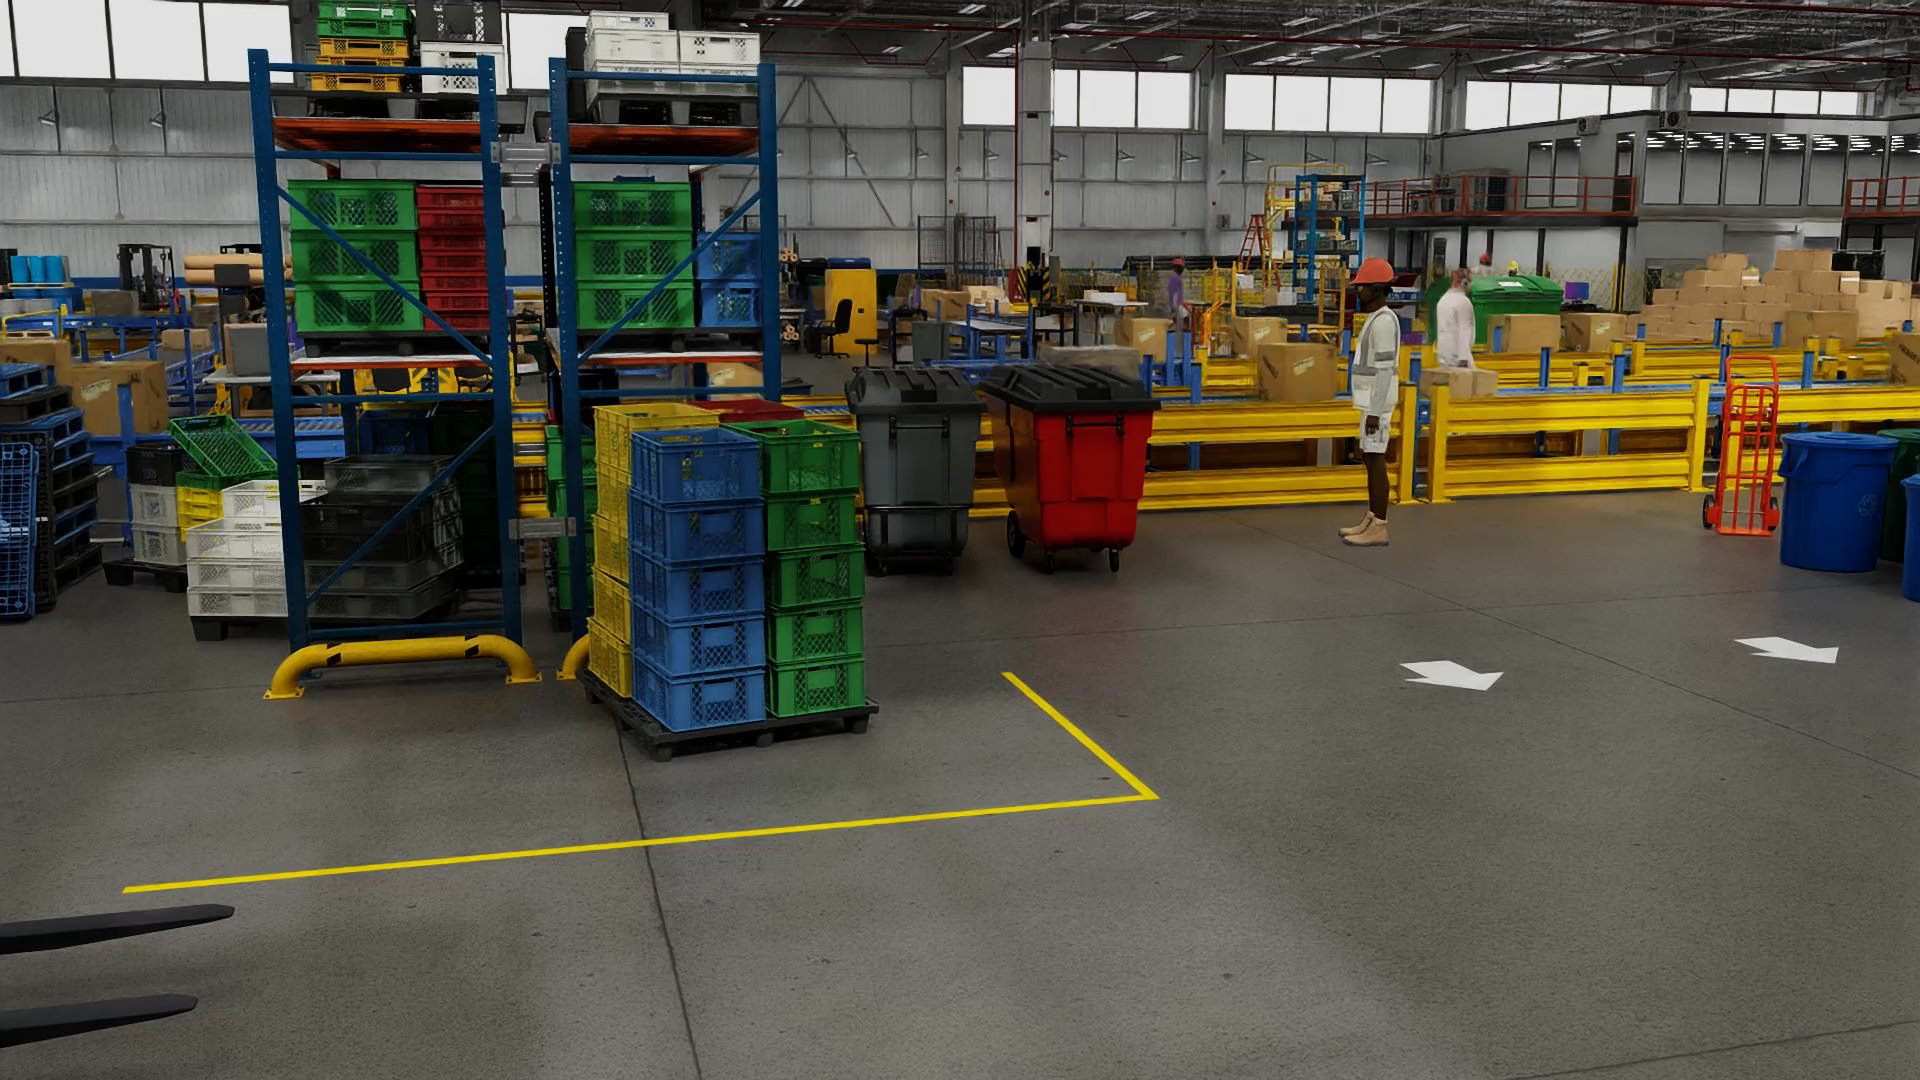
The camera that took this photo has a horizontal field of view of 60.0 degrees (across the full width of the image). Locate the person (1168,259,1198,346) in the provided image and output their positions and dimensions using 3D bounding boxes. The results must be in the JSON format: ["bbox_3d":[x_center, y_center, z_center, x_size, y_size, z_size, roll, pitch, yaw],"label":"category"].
[{"bbox_3d":[4.629,-5.103,35.714,0.927,1.870,0.531,-1,10,-4],"label":"person"}]

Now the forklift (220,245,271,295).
[{"bbox_3d":[-17.749,-6.334,41.440,1.157,1.987,2.680,-3,10,-17],"label":"forklift"}]

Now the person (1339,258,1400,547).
[{"bbox_3d":[2.917,-0.972,11.828,0.373,2.043,0.615,2,10,9],"label":"person"}]

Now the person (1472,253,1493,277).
[{"bbox_3d":[13.527,-6.472,43.201,0.619,1.957,0.682,-10,14,-43],"label":"person"}]

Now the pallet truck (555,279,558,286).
[{"bbox_3d":[-10.604,-6.375,44.520,0.653,1.274,1.630,-3,10,-15],"label":"pallet truck"}]

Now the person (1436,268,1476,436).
[{"bbox_3d":[5.495,-2.045,18.337,0.524,1.886,0.675,-1,10,-8],"label":"person"}]

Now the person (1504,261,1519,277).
[{"bbox_3d":[11.704,-5.000,35.272,0.599,1.828,0.403,5,11,28],"label":"person"}]

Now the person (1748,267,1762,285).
[{"bbox_3d":[15.388,-4.452,32.412,0.496,1.727,0.433,1,10,4],"label":"person"}]

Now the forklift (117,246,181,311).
[{"bbox_3d":[-19.966,-6.232,40.894,1.157,1.987,2.680,-3,10,-15],"label":"forklift"}]
